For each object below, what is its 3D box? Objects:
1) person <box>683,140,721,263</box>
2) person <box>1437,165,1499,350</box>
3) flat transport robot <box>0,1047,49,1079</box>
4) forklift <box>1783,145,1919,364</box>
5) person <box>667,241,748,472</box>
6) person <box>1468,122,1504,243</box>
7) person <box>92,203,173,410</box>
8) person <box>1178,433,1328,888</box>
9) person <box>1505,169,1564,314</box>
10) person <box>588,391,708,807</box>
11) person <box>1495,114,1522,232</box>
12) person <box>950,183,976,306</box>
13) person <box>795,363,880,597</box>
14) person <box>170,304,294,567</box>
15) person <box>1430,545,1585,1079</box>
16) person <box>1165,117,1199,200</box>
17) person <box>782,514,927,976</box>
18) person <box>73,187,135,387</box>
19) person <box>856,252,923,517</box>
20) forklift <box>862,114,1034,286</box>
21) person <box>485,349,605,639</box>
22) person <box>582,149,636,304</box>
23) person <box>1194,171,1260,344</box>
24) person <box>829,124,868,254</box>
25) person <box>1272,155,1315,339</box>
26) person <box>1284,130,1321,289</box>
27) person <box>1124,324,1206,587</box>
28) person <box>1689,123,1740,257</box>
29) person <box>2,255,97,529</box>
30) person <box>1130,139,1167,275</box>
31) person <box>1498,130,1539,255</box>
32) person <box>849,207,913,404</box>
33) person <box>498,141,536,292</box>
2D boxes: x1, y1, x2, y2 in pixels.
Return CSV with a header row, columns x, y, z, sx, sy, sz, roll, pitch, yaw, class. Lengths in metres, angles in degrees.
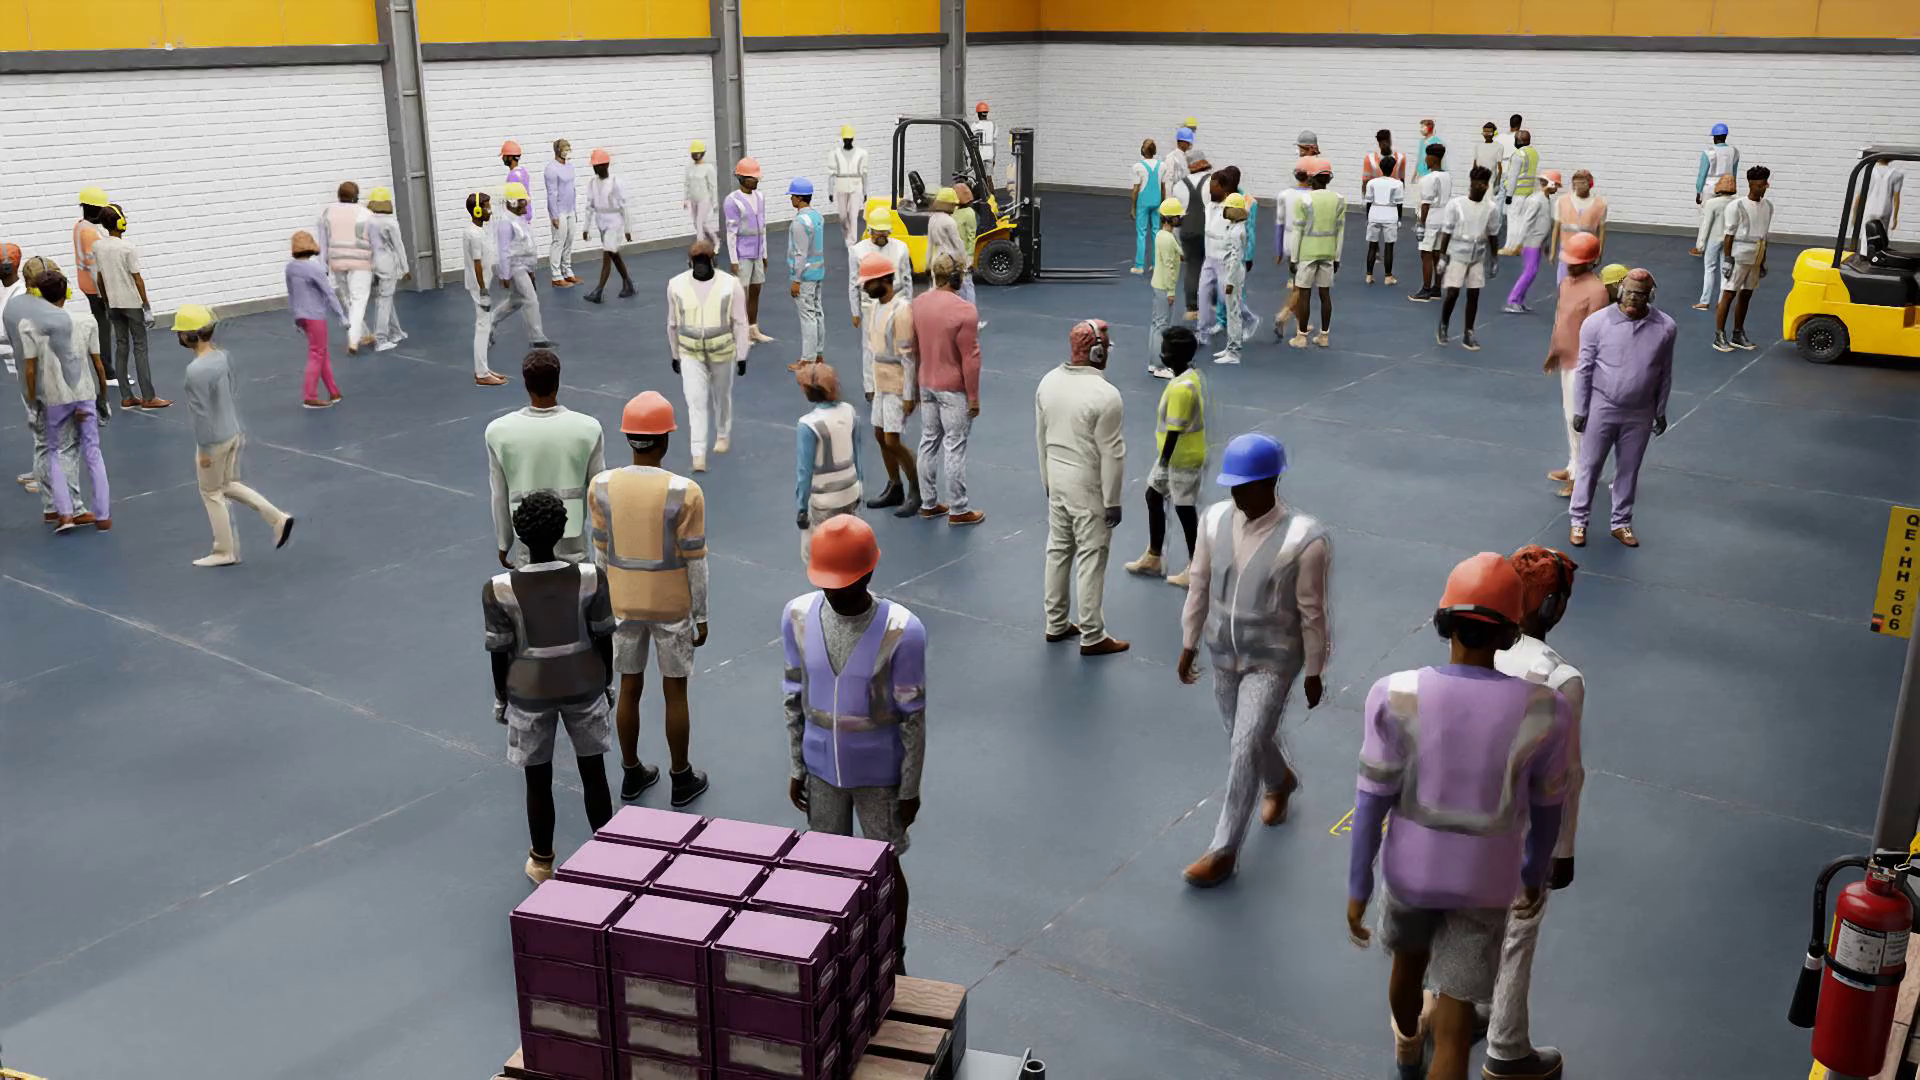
x,y,z,sx,sy,sz,roll,pitch,yaw,class
-3.748,-4.952,24.236,0.526,1.741,0.794,12,21,33,person
5.463,-3.024,17.840,0.659,1.956,0.452,-3,18,-8,person
-3.297,1.980,4.923,0.652,0.197,1.431,6,19,19,flat transport robot
9.803,-2.879,17.013,2.313,2.155,1.214,12,21,33,forklift
-2.017,-1.504,13.368,0.643,1.795,0.953,-1,18,-3,person
8.229,-5.605,26.088,0.509,1.860,0.334,15,23,39,person
-7.571,-2.115,15.140,0.513,1.877,0.328,5,18,16,person
1.262,0.453,7.058,0.623,1.909,0.943,16,24,40,person
6.929,-3.587,20.004,0.477,1.708,0.586,12,21,32,person
-1.390,0.277,7.582,0.539,1.929,0.388,3,18,9,person
8.940,-5.927,27.041,0.587,1.891,0.391,16,24,41,person
0.012,-3.287,19.208,0.282,1.631,0.525,-10,20,-28,person
-0.693,-0.224,9.631,0.525,1.618,0.560,11,21,30,person
-4.779,-0.670,10.830,0.555,1.752,0.527,-1,18,-4,person
1.861,0.924,5.616,0.356,1.887,0.573,-8,20,-25,person
3.877,-6.489,29.032,0.546,1.755,0.536,-1,18,-4,person
-0.386,0.816,5.912,0.541,1.920,0.418,7,19,20,person
-8.330,-2.452,16.131,0.397,1.913,0.590,-10,20,-28,person
-0.524,-1.109,11.945,0.412,1.908,0.574,-9,20,-27,person
-0.171,-4.594,22.377,2.313,2.155,1.214,1,18,3,forklift
-2.093,-0.022,8.547,0.585,1.911,0.390,-5,18,-15,person
-4.427,-3.928,20.794,0.566,1.882,0.994,11,21,31,person
2.877,-3.053,18.055,0.822,1.893,0.599,-8,19,-22,person
-1.672,-5.308,25.076,0.599,1.906,0.759,0,18,-1,person
3.731,-3.213,18.354,0.617,2.017,0.858,16,24,41,person
4.472,-4.315,21.752,0.536,2.000,0.683,5,18,14,person
1.285,-0.521,10.473,0.671,1.672,0.553,3,18,8,person
11.149,-5.159,24.568,0.604,1.937,0.416,-3,18,-8,person
-6.343,-1.020,11.637,0.641,1.927,0.386,10,20,28,person
2.585,-4.586,22.917,0.508,1.847,0.345,-6,19,-18,person
8.324,-5.171,24.779,0.429,1.831,0.635,17,24,42,person
-0.723,-2.159,15.372,0.603,1.818,0.403,-6,19,-18,person
-5.682,-4.132,21.345,0.362,1.939,0.543,0,18,0,person
